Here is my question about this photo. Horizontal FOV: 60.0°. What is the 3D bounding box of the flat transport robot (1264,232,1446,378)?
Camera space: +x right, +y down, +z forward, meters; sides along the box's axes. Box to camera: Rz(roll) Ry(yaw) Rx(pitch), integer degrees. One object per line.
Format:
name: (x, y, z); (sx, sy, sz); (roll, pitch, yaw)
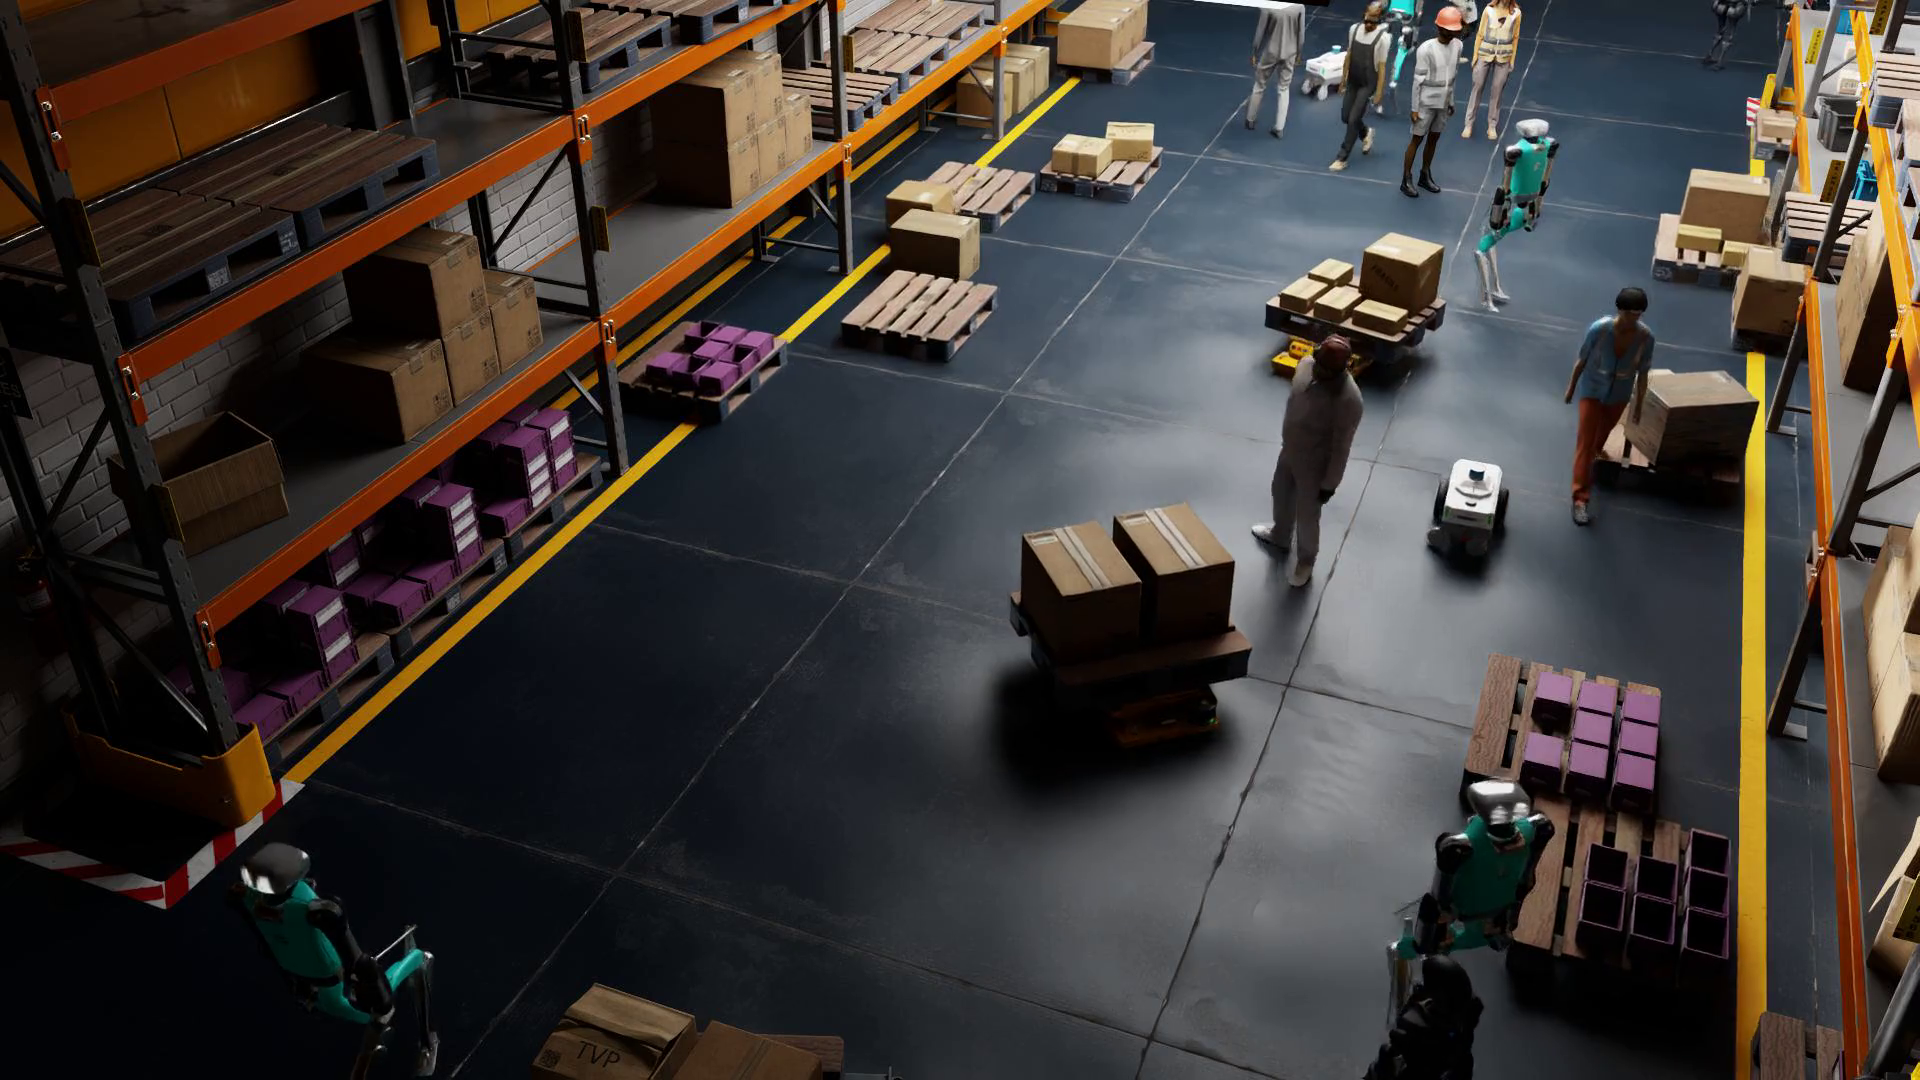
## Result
flat transport robot: (3.304, -1.704, 14.230); (0.659, 0.231, 1.431); (23, 39, 31)

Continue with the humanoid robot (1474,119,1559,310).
humanoid robot: (4.797, -2.919, 14.740); (0.542, 1.780, 0.701); (-14, 35, -20)

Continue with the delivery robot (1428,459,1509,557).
delivery robot: (3.601, -0.264, 11.753); (0.519, 0.613, 0.784); (11, 34, 17)

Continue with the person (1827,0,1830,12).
person: (11.024, -6.793, 20.646); (0.538, 1.845, 0.517); (-26, 41, -34)

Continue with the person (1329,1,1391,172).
person: (4.300, -4.853, 17.695); (0.709, 1.804, 0.553); (-26, 41, -34)

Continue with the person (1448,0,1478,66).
person: (6.283, -6.767, 20.762); (0.377, 1.671, 0.556); (-3, 33, -5)

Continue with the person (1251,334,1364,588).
person: (2.278, -0.574, 11.015); (0.407, 1.861, 0.836); (-11, 34, -17)

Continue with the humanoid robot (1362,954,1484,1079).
humanoid robot: (1.827, 2.282, 6.805); (0.597, 1.649, 0.644); (-18, 37, -25)

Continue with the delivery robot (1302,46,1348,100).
delivery robot: (4.538, -5.665, 20.105); (0.781, 0.605, 0.499); (-20, 38, -28)

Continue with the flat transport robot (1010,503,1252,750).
flat transport robot: (1.036, 0.759, 10.417); (0.659, 0.231, 1.431); (-10, 34, -15)

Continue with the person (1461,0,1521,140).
person: (5.928, -5.344, 18.473); (0.461, 1.777, 0.308); (7, 34, 11)

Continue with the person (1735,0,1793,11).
person: (11.311, -8.155, 22.919); (0.742, 1.657, 0.442); (6, 33, 10)

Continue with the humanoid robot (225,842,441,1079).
humanoid robot: (-2.663, 1.869, 7.342); (0.552, 1.721, 1.014); (10, 34, 14)

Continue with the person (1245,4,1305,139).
person: (3.529, -5.446, 18.538); (0.575, 1.881, 0.605); (0, 33, 0)

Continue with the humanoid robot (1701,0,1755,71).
humanoid robot: (9.581, -6.673, 20.620); (0.347, 1.648, 0.608); (-17, 37, -25)

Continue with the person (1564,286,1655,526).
person: (4.633, -1.055, 11.912); (0.510, 1.708, 0.976); (6, 33, 9)

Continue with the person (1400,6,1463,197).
person: (4.850, -4.468, 16.971); (0.550, 1.934, 0.371); (-15, 36, -22)

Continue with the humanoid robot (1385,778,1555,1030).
humanoid robot: (2.228, 1.713, 7.631); (0.543, 1.833, 0.669); (-10, 34, -15)

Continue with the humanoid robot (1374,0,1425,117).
humanoid robot: (4.945, -5.687, 19.072); (0.537, 1.821, 0.669); (18, 37, 26)
